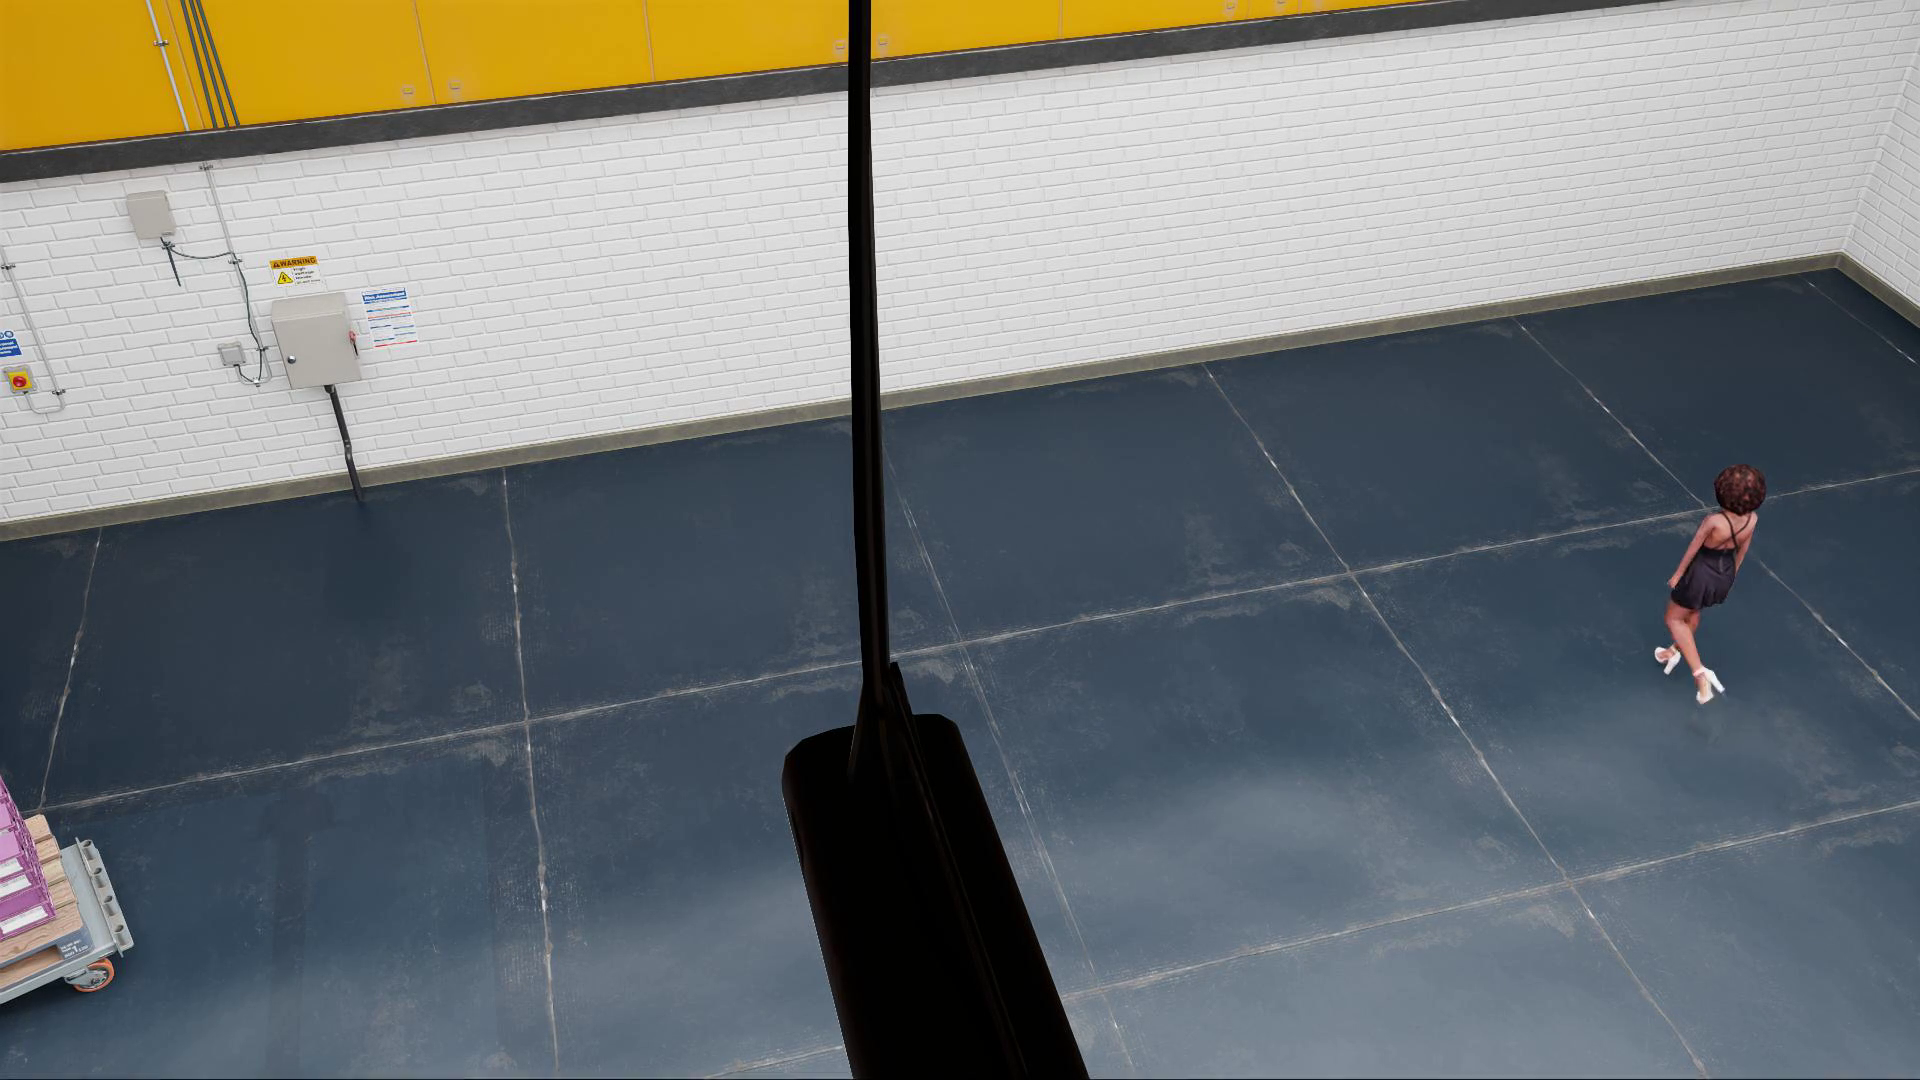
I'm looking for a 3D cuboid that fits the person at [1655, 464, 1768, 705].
[{"bbox_3d":[4.835,0.321,10.719,0.555,1.769,0.910,-9,40,-11],"label":"person"}]
